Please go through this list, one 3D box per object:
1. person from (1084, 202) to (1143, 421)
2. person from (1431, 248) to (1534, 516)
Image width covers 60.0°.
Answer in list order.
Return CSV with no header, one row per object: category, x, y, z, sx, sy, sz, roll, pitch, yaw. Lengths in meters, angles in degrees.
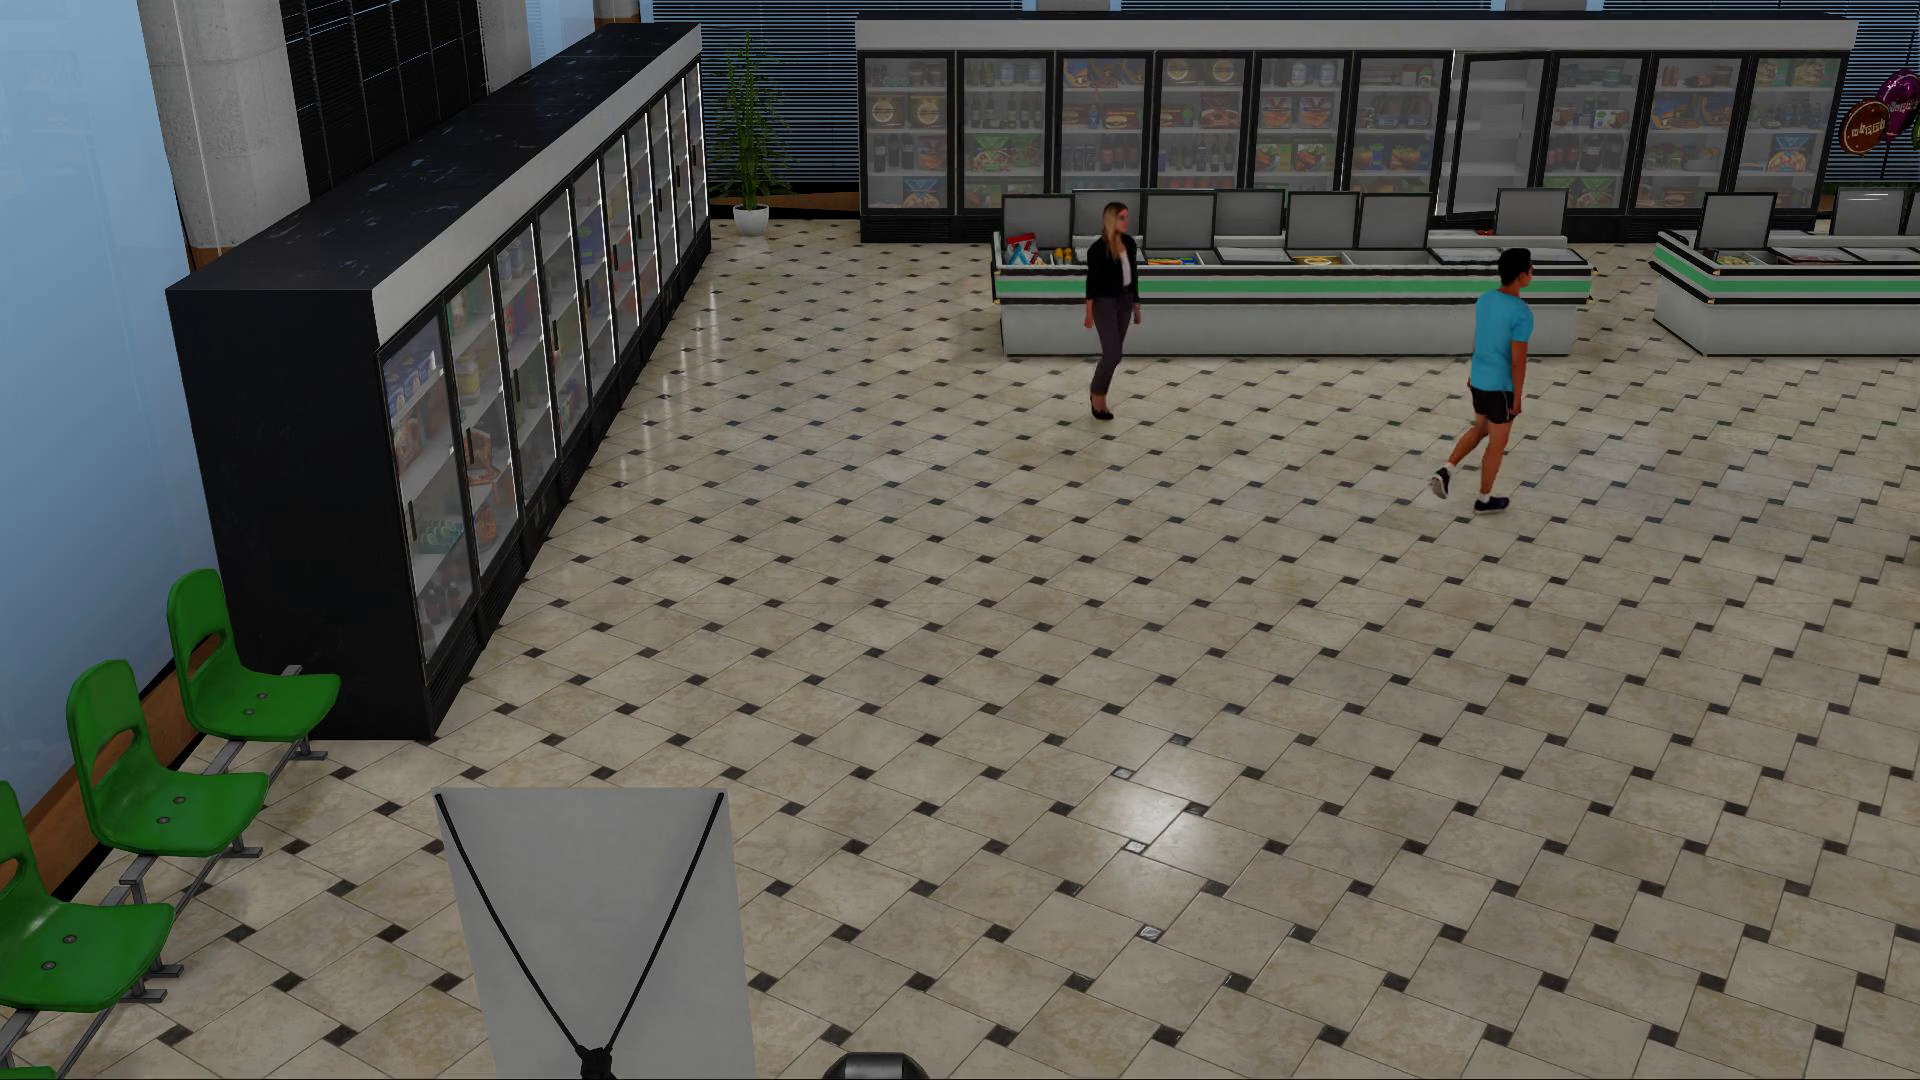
person,1.060,-1.697,12.371,0.707,1.662,0.769,-21,31,-39
person,3.329,-0.974,10.592,0.939,1.762,0.829,-11,26,-23
